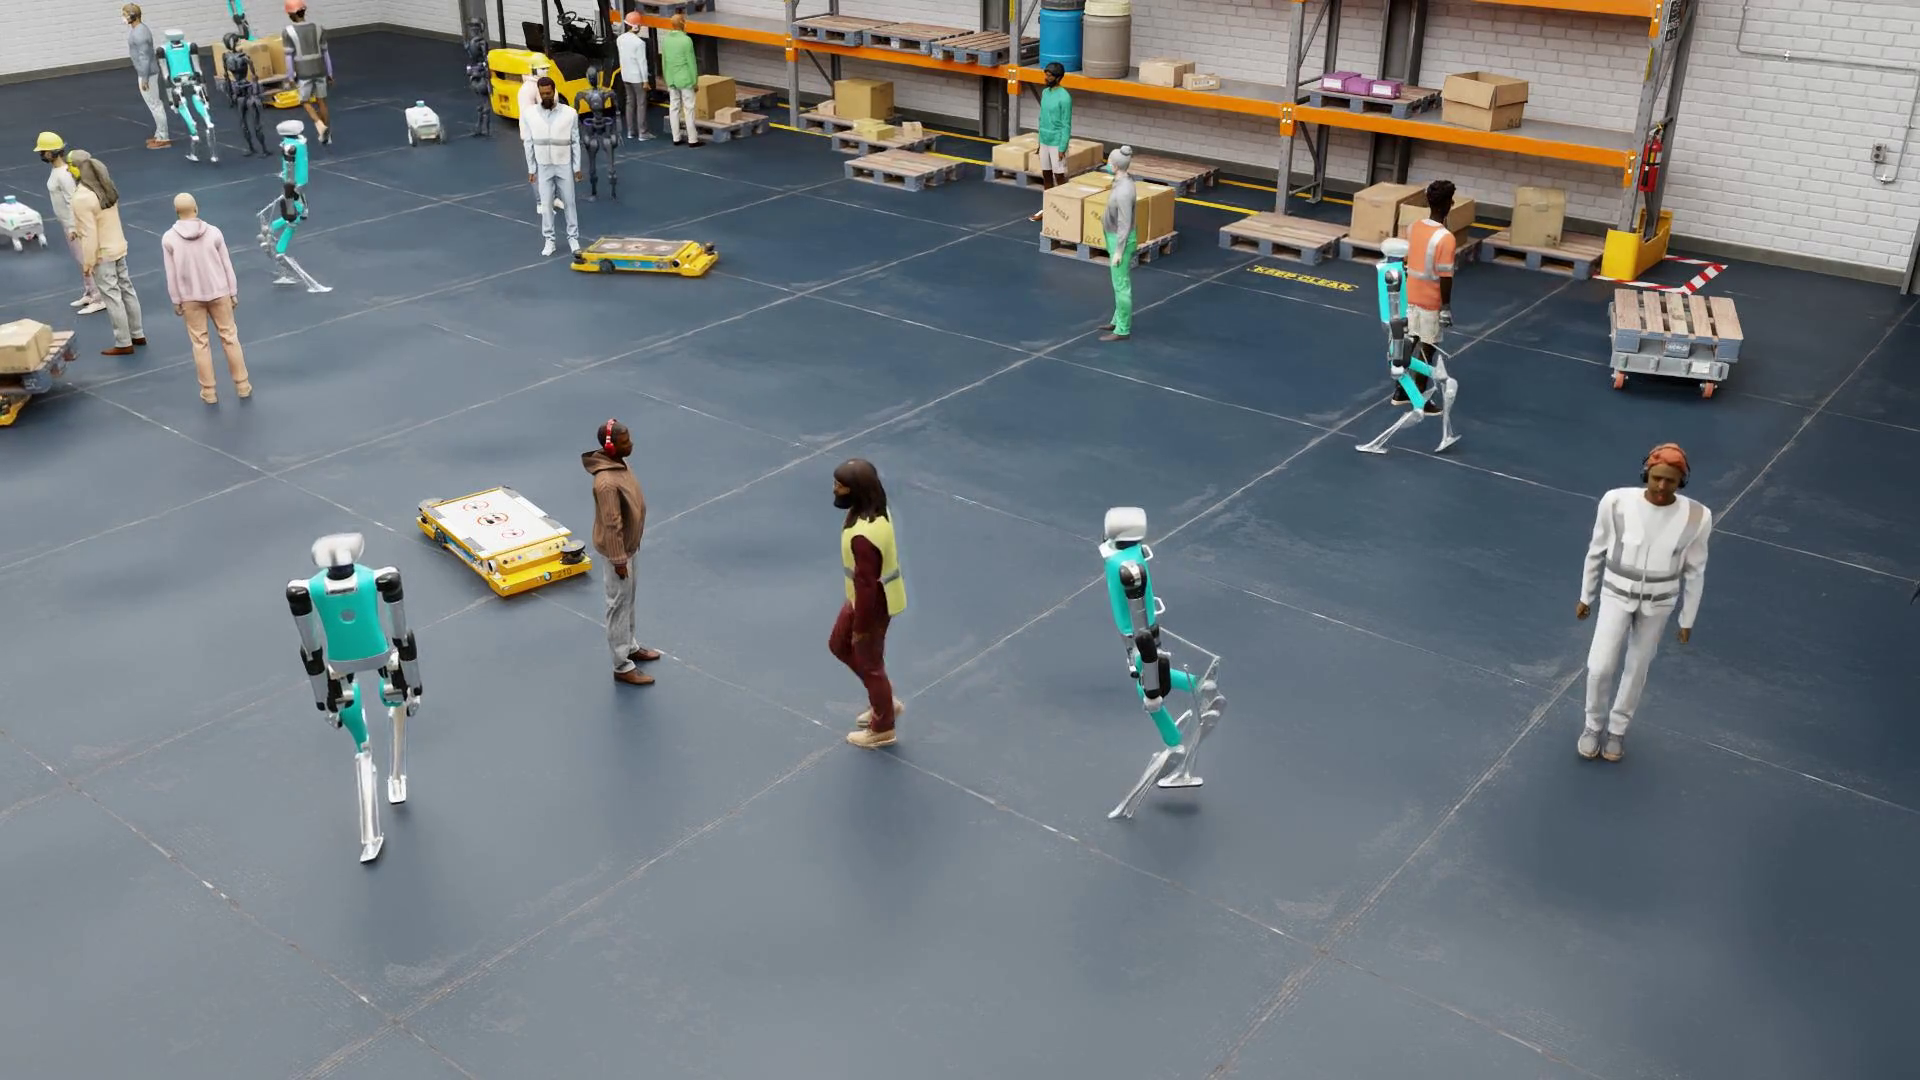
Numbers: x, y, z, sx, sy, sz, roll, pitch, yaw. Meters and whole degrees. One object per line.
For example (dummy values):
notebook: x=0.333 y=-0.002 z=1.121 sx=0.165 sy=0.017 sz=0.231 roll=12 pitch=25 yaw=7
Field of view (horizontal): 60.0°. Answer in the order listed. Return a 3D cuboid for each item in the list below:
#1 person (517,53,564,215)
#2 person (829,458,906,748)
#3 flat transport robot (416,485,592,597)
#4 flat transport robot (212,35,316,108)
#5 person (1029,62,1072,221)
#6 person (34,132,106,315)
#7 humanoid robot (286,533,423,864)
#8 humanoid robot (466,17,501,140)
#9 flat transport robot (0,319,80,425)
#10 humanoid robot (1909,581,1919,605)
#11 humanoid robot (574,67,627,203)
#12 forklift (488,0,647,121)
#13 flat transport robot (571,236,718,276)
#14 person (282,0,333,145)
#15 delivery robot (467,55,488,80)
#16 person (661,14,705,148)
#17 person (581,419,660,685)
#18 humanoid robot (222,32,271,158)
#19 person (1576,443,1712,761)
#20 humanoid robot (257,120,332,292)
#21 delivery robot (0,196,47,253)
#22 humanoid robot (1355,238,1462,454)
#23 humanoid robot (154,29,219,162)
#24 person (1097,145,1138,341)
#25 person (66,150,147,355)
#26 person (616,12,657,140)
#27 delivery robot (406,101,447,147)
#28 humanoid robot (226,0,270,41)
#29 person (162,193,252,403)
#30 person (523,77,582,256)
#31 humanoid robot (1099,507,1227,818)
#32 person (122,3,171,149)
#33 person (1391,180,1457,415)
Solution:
person: x=-4.941 y=-4.818 z=19.710 sx=0.408 sy=1.868 sz=0.808 roll=11 pitch=28 yaw=21
person: x=-0.519 y=0.362 z=9.111 sx=0.443 sy=1.751 sz=0.489 roll=-2 pitch=26 yaw=-4
flat transport robot: x=-3.206 y=-0.021 z=11.615 sx=0.659 sy=0.231 sz=1.431 roll=-19 pitch=32 yaw=-34
flat transport robot: x=-10.759 y=-6.964 z=25.993 sx=1.431 sy=0.231 sz=0.659 roll=16 pitch=30 yaw=30
person: x=1.090 y=-4.583 z=19.245 sx=0.397 sy=1.850 sz=0.494 roll=-18 pitch=31 yaw=-33
person: x=-8.710 y=-3.099 z=16.266 sx=0.312 sy=1.768 sz=0.525 roll=-17 pitch=31 yaw=-31
humanoid robot: x=-3.000 y=0.700 z=8.434 sx=0.547 sy=1.745 sz=0.974 roll=-7 pitch=27 yaw=-14
humanoid robot: x=-6.743 y=-6.500 z=23.398 sx=0.307 sy=1.655 sz=0.610 roll=-18 pitch=31 yaw=-33
flat transport robot: x=-8.297 y=-1.294 z=14.251 sx=0.659 sy=0.231 sz=1.431 roll=-5 pitch=26 yaw=-9
humanoid robot: x=5.743 y=0.271 z=9.434 sx=0.778 sy=1.623 sz=0.593 roll=-22 pitch=33 yaw=-38
humanoid robot: x=-4.348 y=-4.910 z=20.150 sx=0.595 sy=1.654 sz=0.427 roll=-6 pitch=26 yaw=-12
forklift: x=-5.874 y=-7.334 z=24.552 sx=1.214 sy=2.155 sz=2.313 roll=19 pitch=32 yaw=34
flat transport robot: x=-3.389 y=-3.044 z=17.874 sx=1.431 sy=0.231 sz=0.659 roll=4 pitch=26 yaw=8
person: x=-8.901 y=-6.412 z=22.848 sx=0.653 sy=2.019 sz=0.631 roll=-23 pitch=34 yaw=-39
delivery robot: x=-7.496 y=-7.467 z=26.725 sx=0.783 sy=0.612 sz=0.514 roll=-3 pitch=26 yaw=-5
person: x=-3.834 y=-6.317 z=22.913 sx=0.537 sy=1.784 sz=0.387 roll=13 pitch=29 yaw=25
person: x=-2.013 y=0.057 z=9.858 sx=0.332 sy=1.651 sz=0.460 roll=0 pitch=26 yaw=0
humanoid robot: x=-9.580 y=-5.968 z=22.315 sx=0.591 sy=1.640 sz=0.360 roll=10 pitch=28 yaw=20
person: x=3.644 y=0.380 z=8.939 sx=0.602 sy=1.870 sz=0.507 roll=9 pitch=27 yaw=17
humanoid robot: x=-6.922 y=-3.341 z=16.836 sx=0.889 sy=1.771 sz=0.534 roll=-2 pitch=26 yaw=-4
delivery robot: x=-10.544 y=-3.551 z=18.567 sx=0.753 sy=0.570 sz=0.499 roll=22 pitch=33 yaw=38
humanoid robot: x=3.665 y=-1.460 z=12.951 sx=0.982 sy=1.763 sz=0.547 roll=4 pitch=26 yaw=8
humanoid robot: x=-10.091 y=-5.781 z=21.861 sx=0.544 sy=1.742 sz=1.009 roll=-21 pitch=33 yaw=-36
person: x=1.481 y=-2.769 z=15.496 sx=0.348 sy=1.845 sz=0.513 roll=2 pitch=26 yaw=5
person: x=-7.767 y=-2.611 z=15.134 sx=0.404 sy=1.876 sz=0.554 roll=2 pitch=26 yaw=4
person: x=-4.552 y=-6.521 z=23.380 sx=0.579 sy=1.742 sz=0.350 roll=23 pitch=34 yaw=39
delivery robot: x=-7.531 y=-5.843 z=23.352 sx=0.499 sy=0.603 sz=0.794 roll=-12 pitch=28 yaw=-24
humanoid robot: x=-11.372 y=-8.168 z=26.813 sx=0.764 sy=1.793 sz=0.548 roll=-8 pitch=27 yaw=-16
person: x=-6.374 y=-2.035 z=14.042 sx=0.536 sy=1.780 sz=0.401 roll=-14 pitch=29 yaw=-26
person: x=-4.411 y=-4.071 z=18.108 sx=0.590 sy=1.919 sz=0.393 roll=-4 pitch=26 yaw=-9
humanoid robot: x=1.119 y=0.658 z=8.559 sx=0.855 sy=1.784 sz=0.530 roll=-3 pitch=26 yaw=-6
person: x=-11.186 y=-6.373 z=22.852 sx=0.373 sy=1.940 sz=0.630 roll=-11 pitch=28 yaw=-21
person: x=3.877 y=-2.003 z=13.769 sx=0.366 sy=1.966 sz=0.606 roll=-9 pitch=27 yaw=-18
